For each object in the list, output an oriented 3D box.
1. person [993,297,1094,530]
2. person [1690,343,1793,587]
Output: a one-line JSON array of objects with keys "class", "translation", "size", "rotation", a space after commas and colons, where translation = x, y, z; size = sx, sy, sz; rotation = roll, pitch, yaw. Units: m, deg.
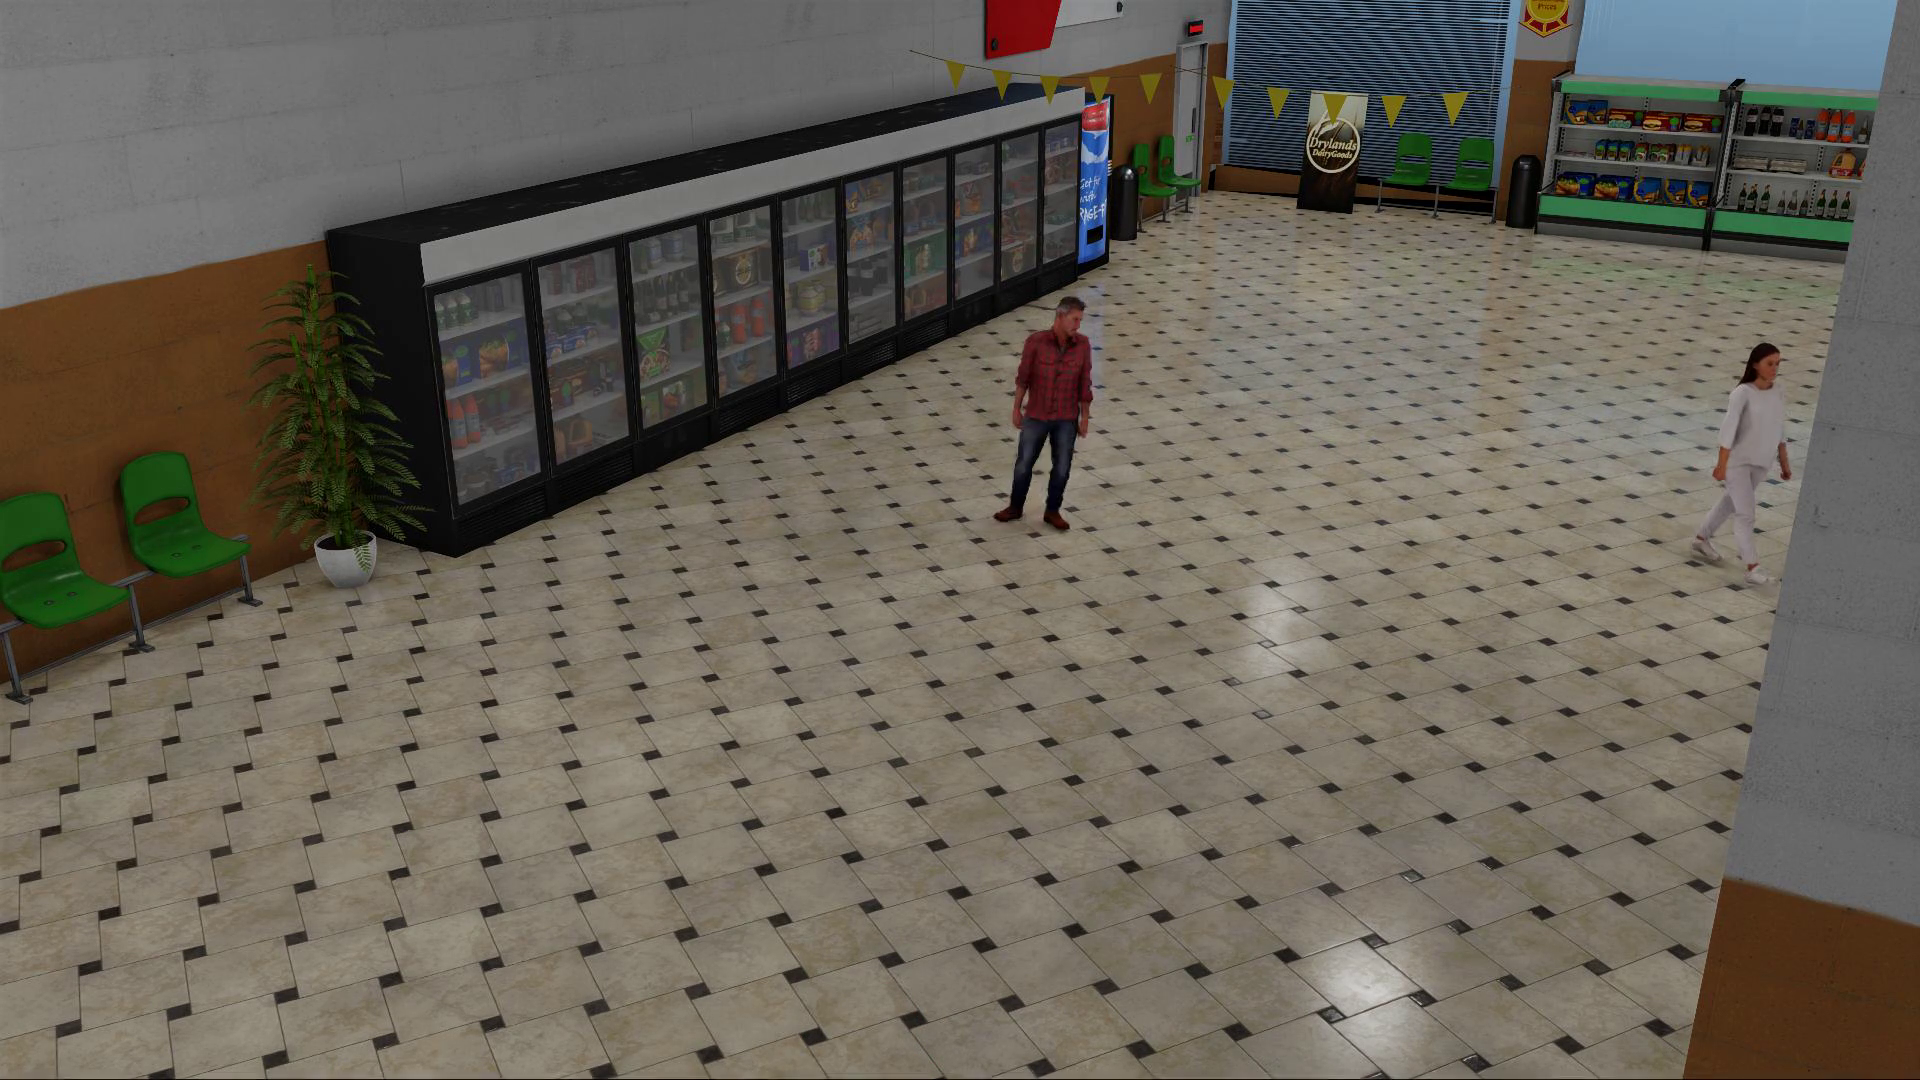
[{"class": "person", "translation": [0.635, -0.936, 12.339], "size": [0.881, 1.793, 1.035], "rotation": [4, 22, 10]}, {"class": "person", "translation": [5.429, -0.561, 11.602], "size": [0.984, 1.648, 1.142], "rotation": [-10, 24, -24]}]
